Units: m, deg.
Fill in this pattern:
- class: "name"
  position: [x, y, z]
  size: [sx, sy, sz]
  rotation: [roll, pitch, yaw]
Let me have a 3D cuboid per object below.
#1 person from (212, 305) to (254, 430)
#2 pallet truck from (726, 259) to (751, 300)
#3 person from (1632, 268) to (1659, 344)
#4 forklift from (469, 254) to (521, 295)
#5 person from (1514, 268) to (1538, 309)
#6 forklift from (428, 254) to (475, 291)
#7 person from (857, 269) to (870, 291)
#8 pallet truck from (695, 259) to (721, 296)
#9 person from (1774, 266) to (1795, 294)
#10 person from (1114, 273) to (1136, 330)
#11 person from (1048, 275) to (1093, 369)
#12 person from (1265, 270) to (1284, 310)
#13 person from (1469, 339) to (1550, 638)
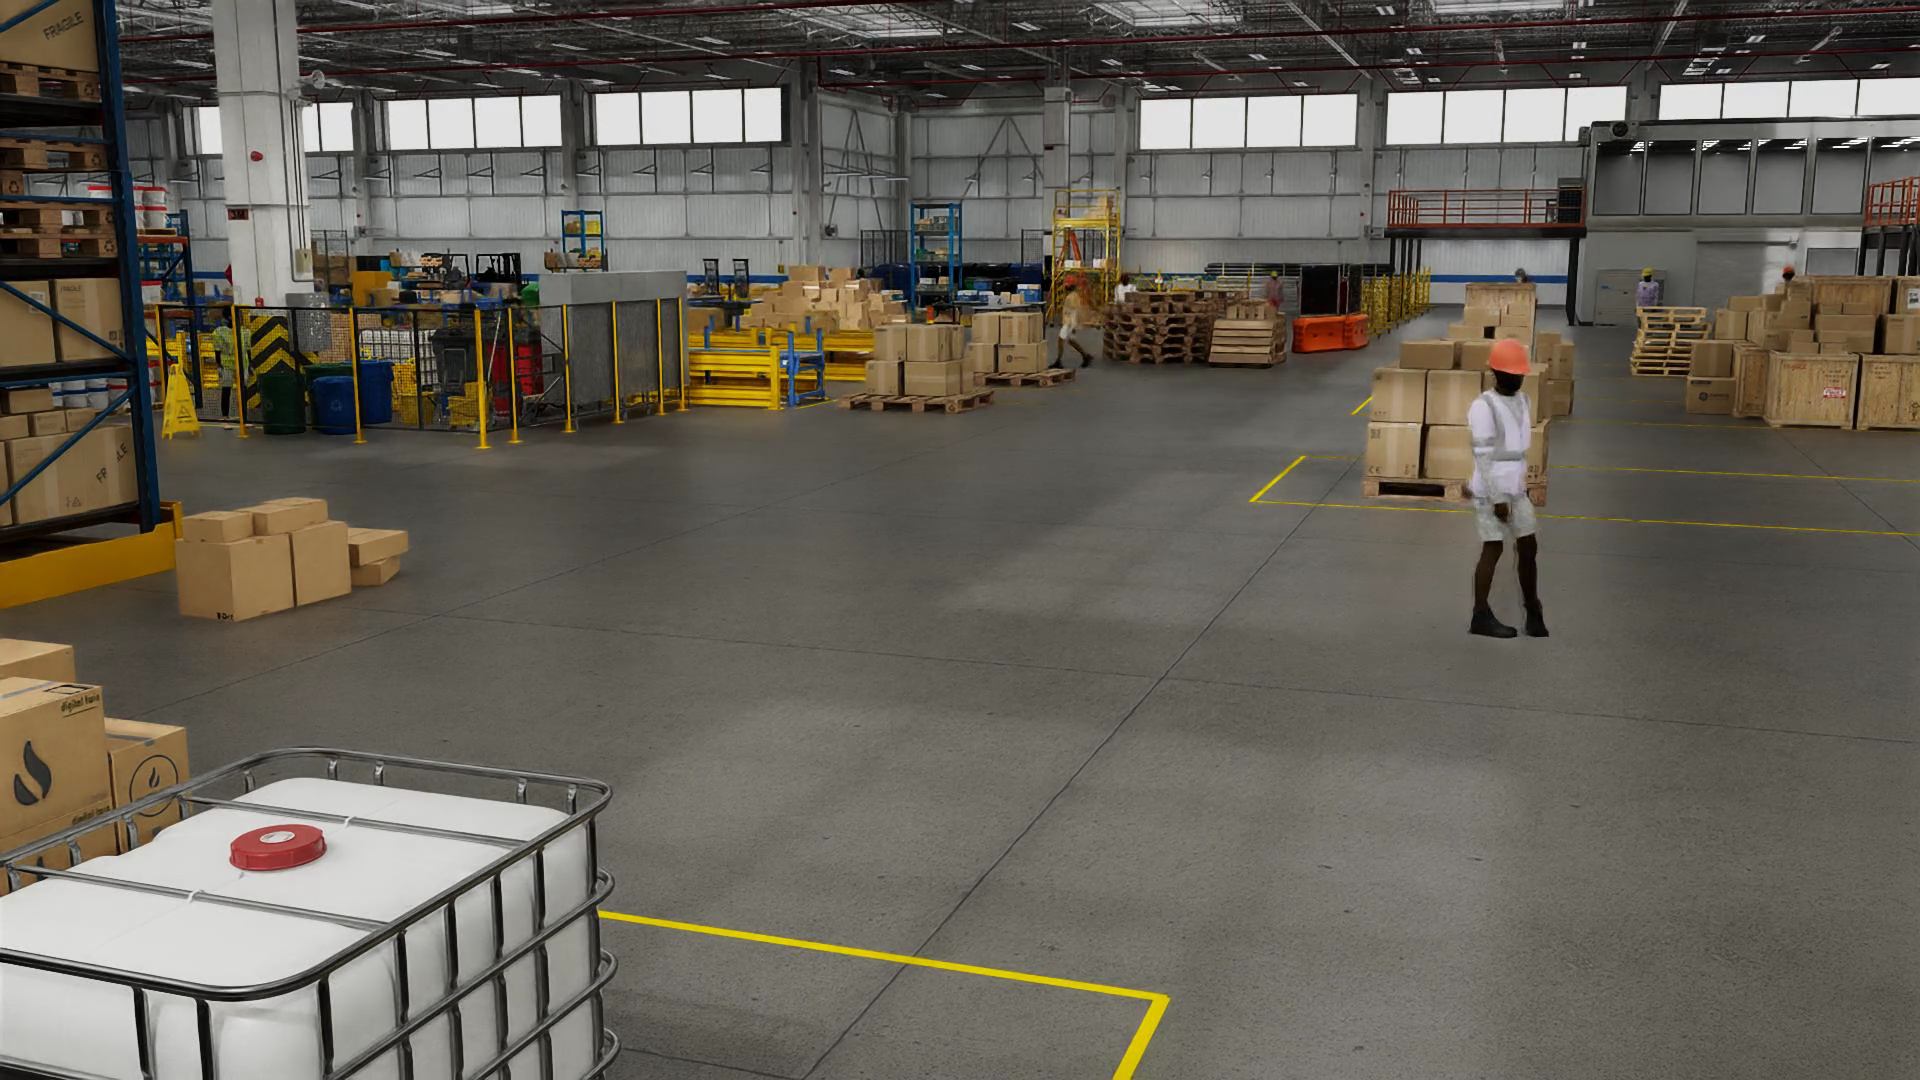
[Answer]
- class: "person"
  position: [-9.866, -2.345, 22.609]
  size: [0.322, 1.697, 0.533]
  rotation: [9, 13, 41]
- class: "pallet truck"
  position: [-7.986, -9.493, 62.019]
  size: [0.823, 1.965, 1.885]
  rotation: [3, 11, 17]
- class: "person"
  position: [17.321, -5.901, 41.985]
  size: [0.363, 1.929, 0.585]
  rotation: [-7, 12, -34]
- class: "forklift"
  position: [-17.990, -10.121, 64.684]
  size: [1.157, 1.987, 2.680]
  rotation: [3, 11, 17]
- class: "person"
  position: [12.424, -5.037, 36.805]
  size: [0.679, 2.000, 0.987]
  rotation: [7, 12, 34]
- class: "forklift"
  position: [-20.133, -10.254, 65.465]
  size: [1.157, 1.987, 2.680]
  rotation: [3, 11, 19]
- class: "person"
  position: [-2.750, -6.755, 47.078]
  size: [0.594, 1.830, 0.460]
  rotation: [3, 11, 16]
- class: "pallet truck"
  position: [-9.165, -9.627, 62.776]
  size: [0.823, 1.965, 1.885]
  rotation: [4, 11, 23]
- class: "person"
  position: [18.409, -5.084, 37.070]
  size: [0.610, 2.040, 0.394]
  rotation: [1, 10, 7]
- class: "person"
  position: [3.986, -5.517, 40.114]
  size: [0.591, 1.834, 0.970]
  rotation: [4, 11, 22]
- class: "person"
  position: [2.242, -4.398, 33.626]
  size: [0.850, 1.893, 0.557]
  rotation: [1, 10, 5]
- class: "person"
  position: [9.406, -7.172, 49.672]
  size: [0.537, 1.735, 0.788]
  rotation: [0, 10, 2]
- class: "person"
  position: [3.508, -0.315, 10.576]
  size: [0.599, 1.915, 0.459]
  rotation: [-7, 12, -34]
